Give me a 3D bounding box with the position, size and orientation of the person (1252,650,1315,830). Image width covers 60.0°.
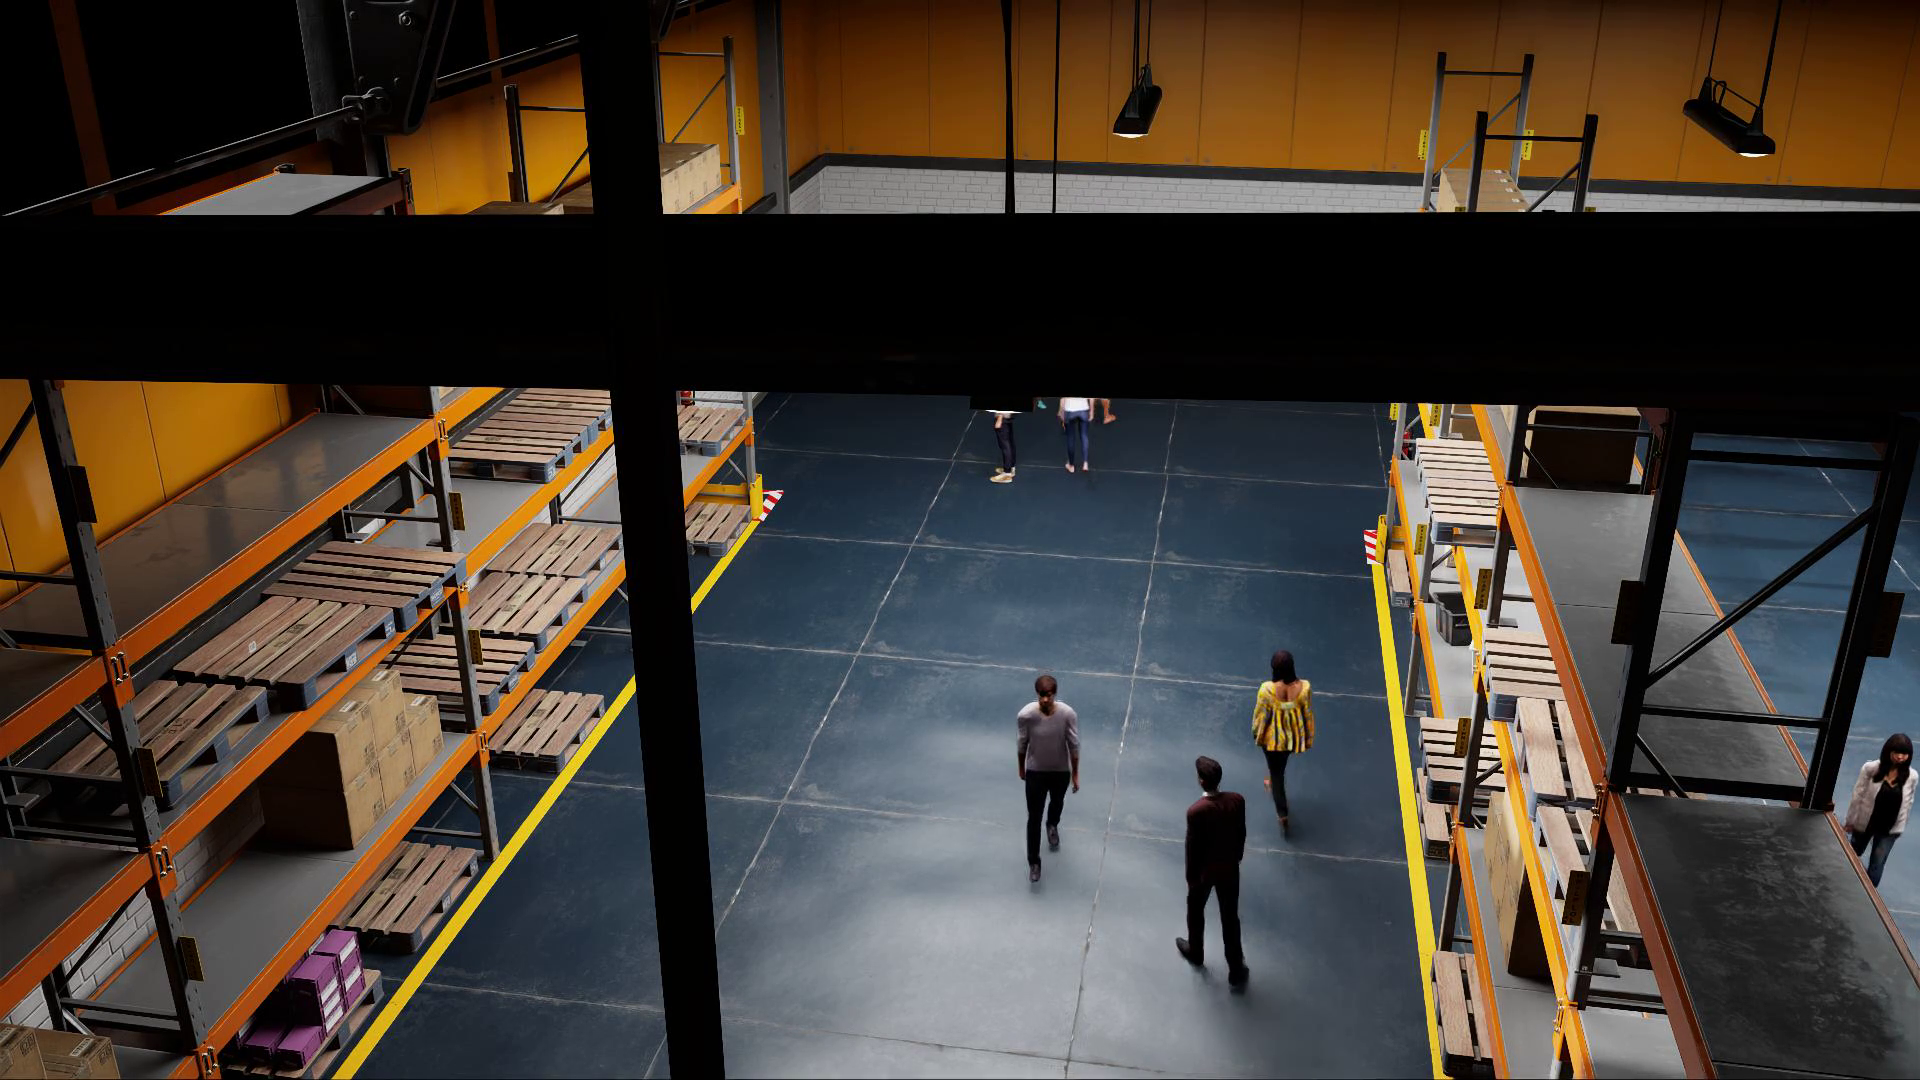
[{"bbox_3d":[2.867,1.809,14.793,0.914,1.606,1.161,-3,24,-6],"label":"person"}]

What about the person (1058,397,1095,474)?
[{"bbox_3d":[1.599,-1.709,22.685,0.694,1.730,0.710,-4,24,-10],"label":"person"}]

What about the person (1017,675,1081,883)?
[{"bbox_3d":[0.764,1.939,14.267,0.836,1.789,1.233,0,24,-1],"label":"person"}]

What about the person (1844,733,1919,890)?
[{"bbox_3d":[7.529,2.285,13.691,0.754,1.615,1.071,9,25,19],"label":"person"}]

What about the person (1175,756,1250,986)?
[{"bbox_3d":[1.995,2.563,12.784,0.944,1.834,1.068,-6,24,-13],"label":"person"}]
